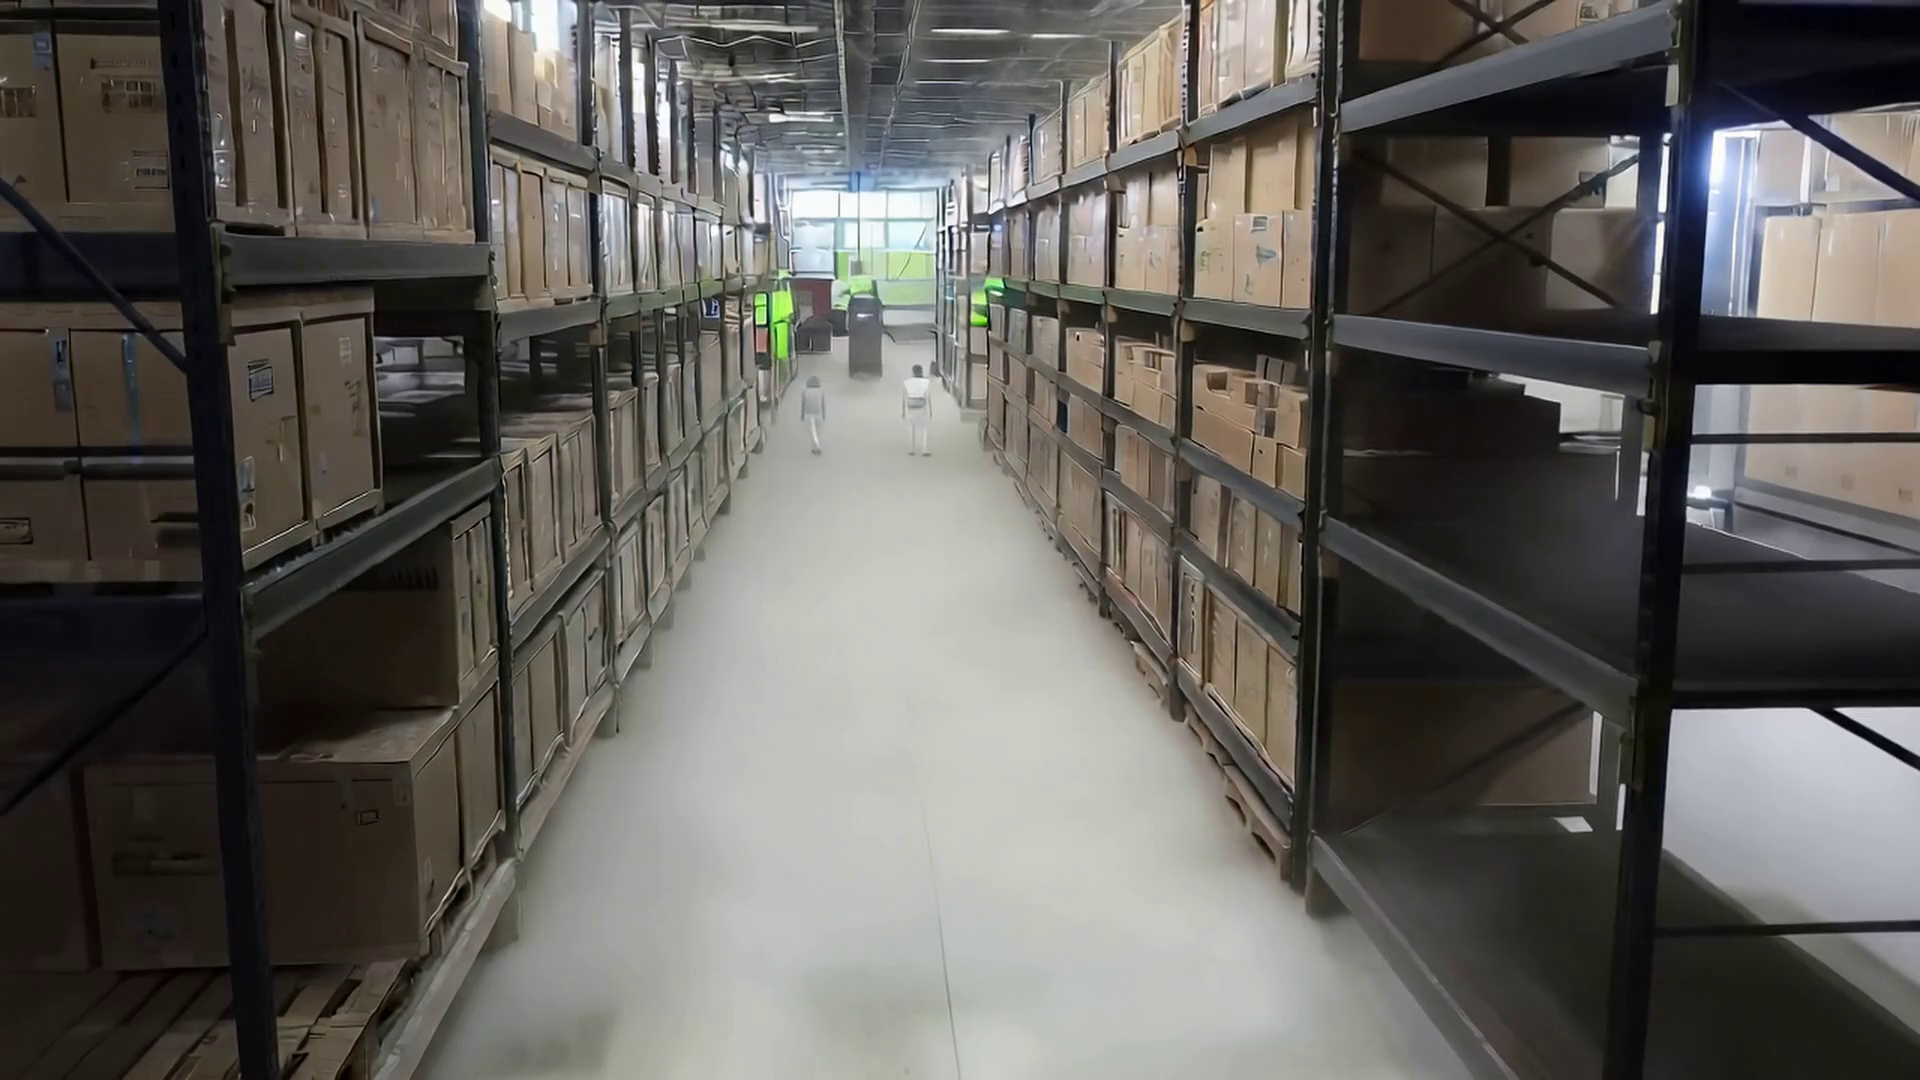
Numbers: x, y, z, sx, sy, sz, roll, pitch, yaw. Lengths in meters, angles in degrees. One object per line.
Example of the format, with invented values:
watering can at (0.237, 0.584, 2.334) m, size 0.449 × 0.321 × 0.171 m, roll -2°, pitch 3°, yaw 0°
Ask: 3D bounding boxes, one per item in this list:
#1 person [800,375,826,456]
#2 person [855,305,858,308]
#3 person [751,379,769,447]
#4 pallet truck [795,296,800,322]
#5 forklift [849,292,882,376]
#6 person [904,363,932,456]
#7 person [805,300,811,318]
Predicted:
person at (-2.879, -2.473, 33.039) m, size 0.501 × 1.604 × 0.747 m, roll -5°, pitch 11°, yaw -29°
person at (-5.444, -12.239, 90.668) m, size 0.650 × 1.845 × 0.909 m, roll 5°, pitch 11°, yaw 27°
person at (-4.388, -2.847, 34.520) m, size 0.962 × 1.855 × 0.666 m, roll 2°, pitch 10°, yaw 14°
pallet truck at (-8.622, -12.439, 91.403) m, size 1.885 × 1.965 × 0.823 m, roll 2°, pitch 10°, yaw 13°
forklift at (-3.197, -6.955, 56.014) m, size 1.129 × 2.768 × 1.873 m, roll -1°, pitch 10°, yaw -3°
person at (-0.836, -2.572, 32.925) m, size 0.572 × 1.840 × 0.373 m, roll 3°, pitch 10°, yaw 18°
person at (-8.698, -12.975, 95.684) m, size 0.432 × 1.623 × 0.538 m, roll -2°, pitch 10°, yaw -10°
